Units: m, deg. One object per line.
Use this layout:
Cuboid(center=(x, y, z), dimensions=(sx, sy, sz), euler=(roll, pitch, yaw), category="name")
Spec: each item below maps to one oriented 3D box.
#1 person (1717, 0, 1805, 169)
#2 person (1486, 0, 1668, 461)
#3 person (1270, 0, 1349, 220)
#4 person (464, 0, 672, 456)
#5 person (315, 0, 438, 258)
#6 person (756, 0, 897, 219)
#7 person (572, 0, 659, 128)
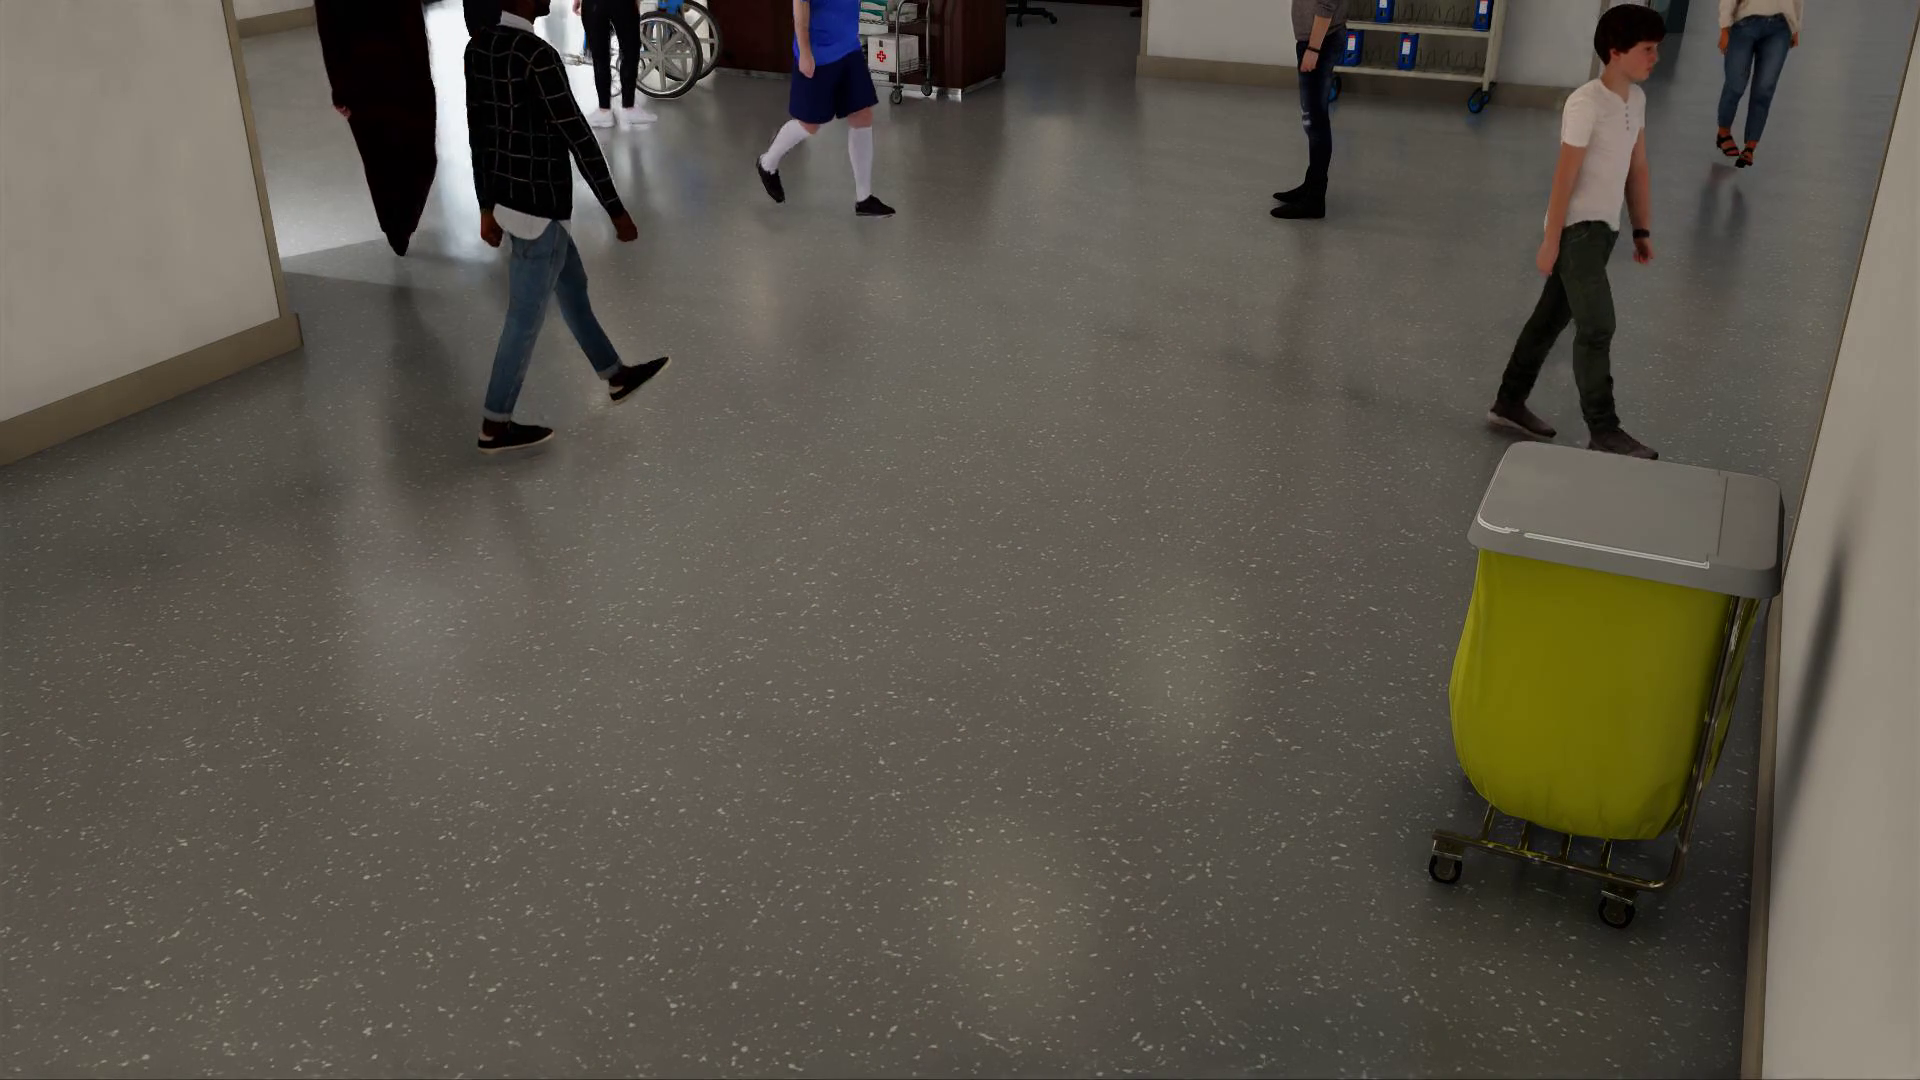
Cuboid(center=(4.956, -3.148, 10.347), dimensions=(1.077, 1.625, 0.888), euler=(4, 26, 7), category="person")
Cuboid(center=(2.229, -1.130, 6.160), dimensions=(0.829, 1.628, 1.058), euler=(-22, 33, -38), category="person")
Cuboid(center=(2.004, -2.766, 9.227), dimensions=(0.661, 1.910, 0.730), euler=(6, 26, 11), category="person")
Cuboid(center=(-1.633, -1.156, 6.045), dimensions=(1.035, 1.775, 1.176), euler=(-21, 33, -36), category="person")
Cuboid(center=(-2.863, -2.200, 8.256), dimensions=(1.044, 1.735, 1.018), euler=(-3, 26, -7), category="person")
Cuboid(center=(-0.796, -2.681, 9.161), dimensions=(1.208, 1.814, 0.851), euler=(19, 32, 34), category="person")
Cuboid(center=(-2.462, -3.663, 11.433), dimensions=(0.726, 1.611, 0.845), euler=(-10, 28, -20), category="person")
